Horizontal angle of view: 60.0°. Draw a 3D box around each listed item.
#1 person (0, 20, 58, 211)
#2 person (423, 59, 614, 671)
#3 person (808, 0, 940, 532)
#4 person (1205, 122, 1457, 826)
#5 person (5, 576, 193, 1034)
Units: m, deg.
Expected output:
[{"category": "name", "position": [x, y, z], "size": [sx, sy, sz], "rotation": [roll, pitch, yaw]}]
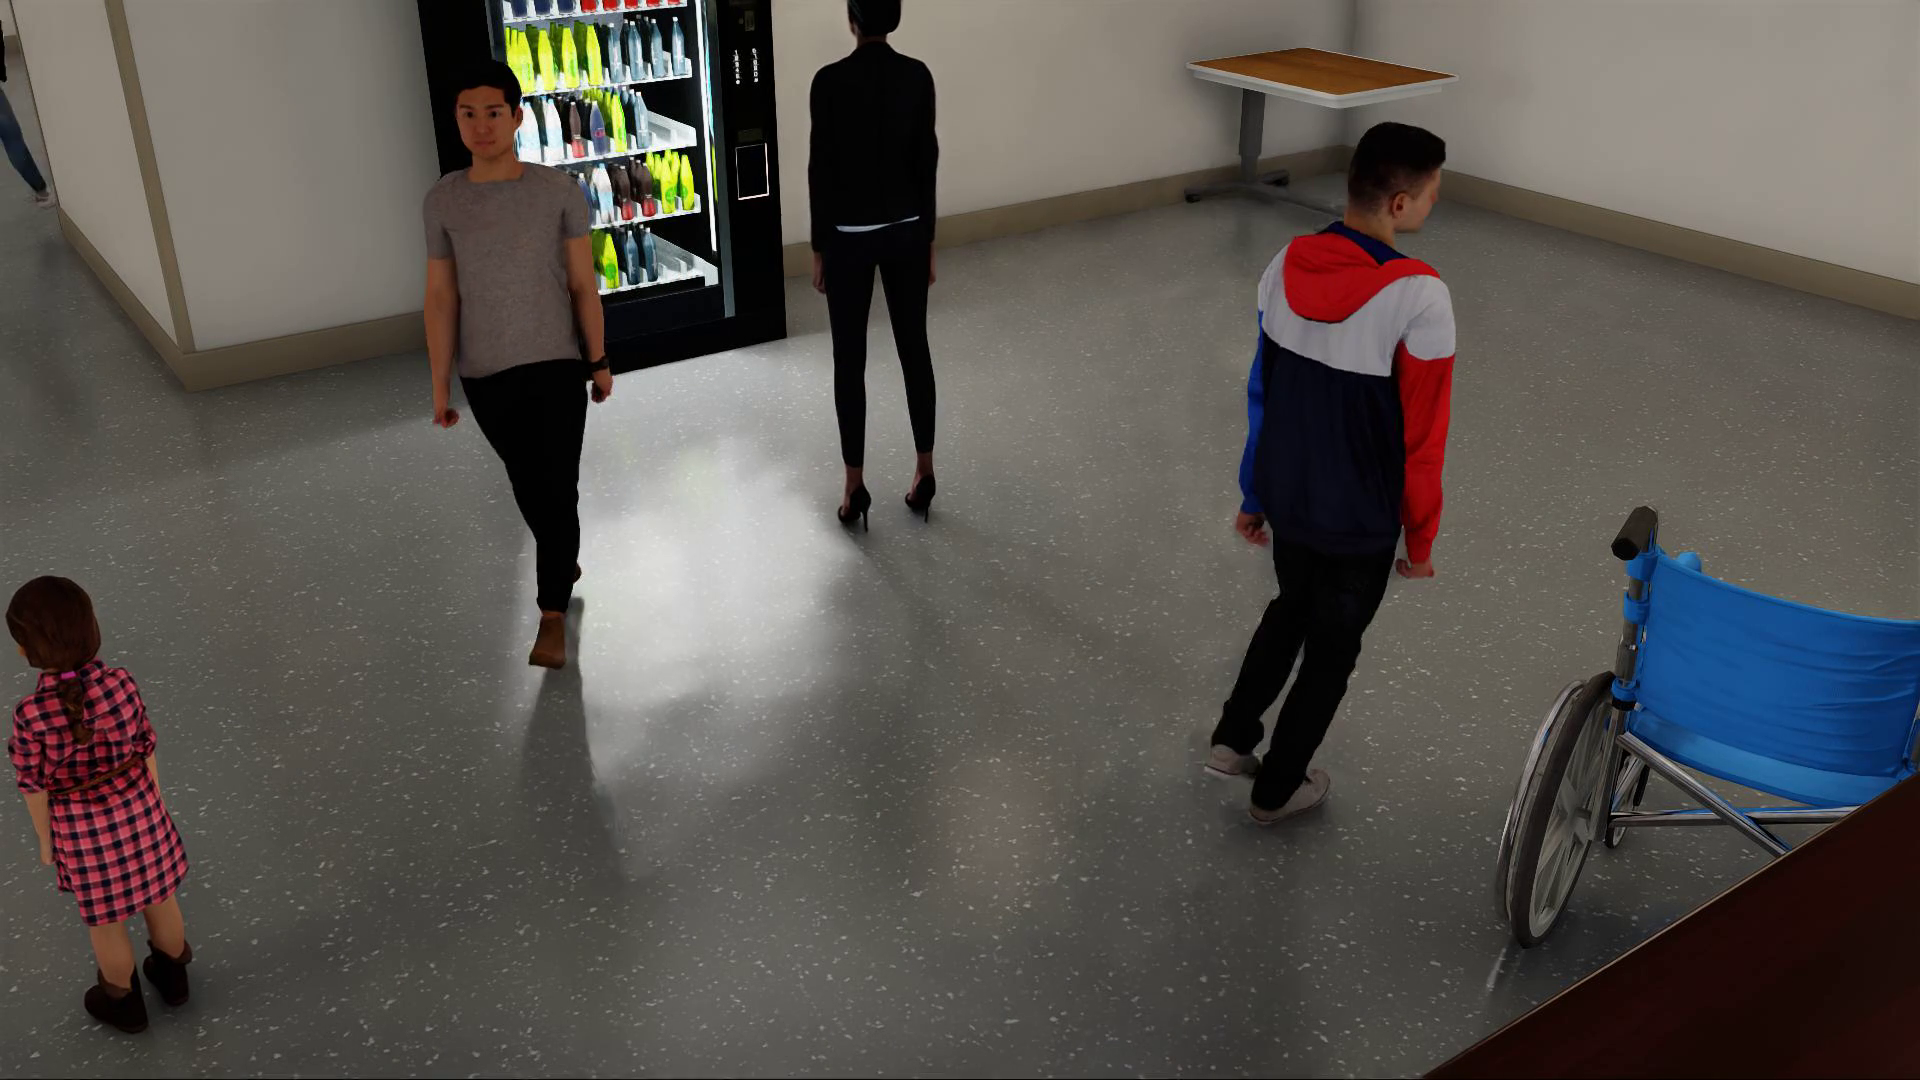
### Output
[{"category": "person", "position": [-5.359, -2.448, 8.918], "size": [0.999, 1.597, 1.190], "rotation": [11, 28, 22]}, {"category": "person", "position": [-1.245, -0.527, 4.830], "size": [1.077, 1.688, 1.066], "rotation": [1, 26, 1]}, {"category": "person", "position": [-0.273, -0.921, 5.483], "size": [0.558, 1.831, 0.698], "rotation": [-9, 27, -18]}, {"category": "person", "position": [0.794, -0.052, 3.787], "size": [0.688, 1.739, 0.702], "rotation": [23, 34, 39]}, {"category": "person", "position": [-1.746, 0.545, 3.375], "size": [0.528, 1.022, 0.441], "rotation": [19, 32, 34]}]
